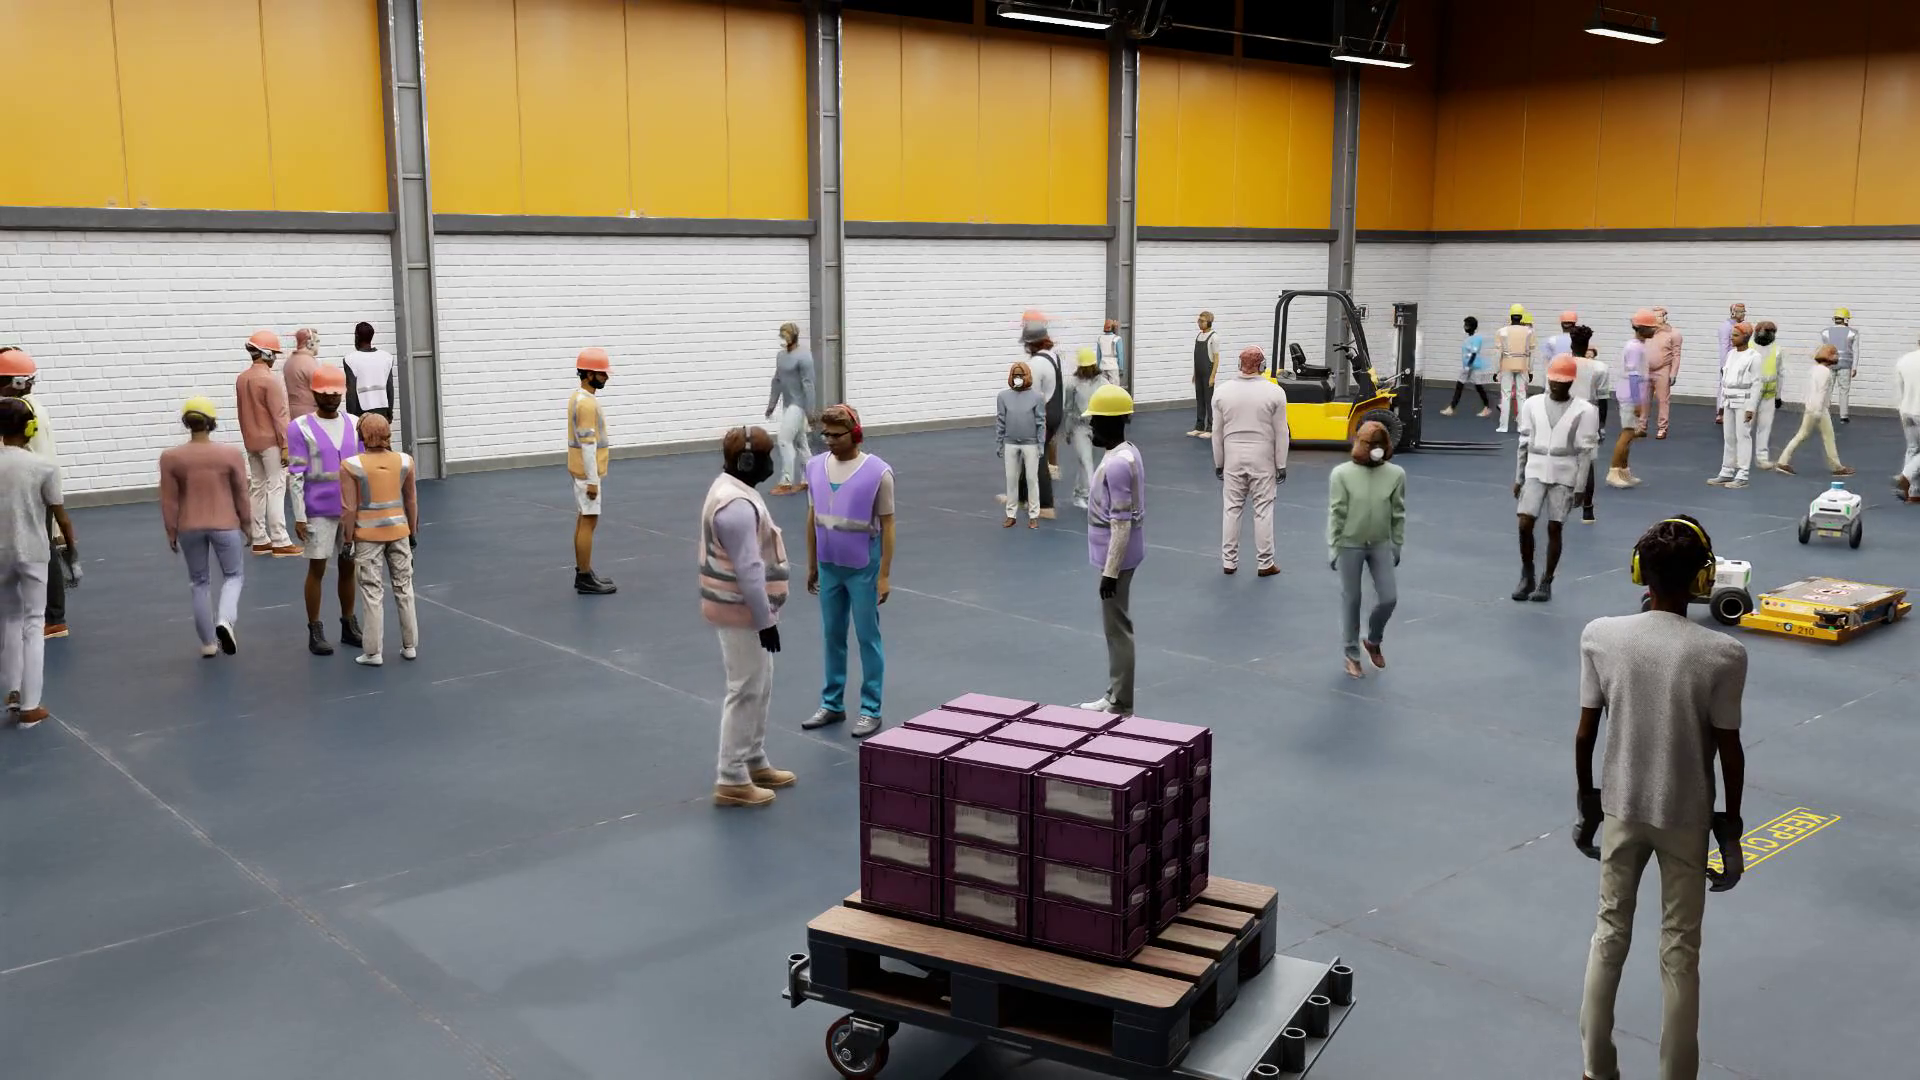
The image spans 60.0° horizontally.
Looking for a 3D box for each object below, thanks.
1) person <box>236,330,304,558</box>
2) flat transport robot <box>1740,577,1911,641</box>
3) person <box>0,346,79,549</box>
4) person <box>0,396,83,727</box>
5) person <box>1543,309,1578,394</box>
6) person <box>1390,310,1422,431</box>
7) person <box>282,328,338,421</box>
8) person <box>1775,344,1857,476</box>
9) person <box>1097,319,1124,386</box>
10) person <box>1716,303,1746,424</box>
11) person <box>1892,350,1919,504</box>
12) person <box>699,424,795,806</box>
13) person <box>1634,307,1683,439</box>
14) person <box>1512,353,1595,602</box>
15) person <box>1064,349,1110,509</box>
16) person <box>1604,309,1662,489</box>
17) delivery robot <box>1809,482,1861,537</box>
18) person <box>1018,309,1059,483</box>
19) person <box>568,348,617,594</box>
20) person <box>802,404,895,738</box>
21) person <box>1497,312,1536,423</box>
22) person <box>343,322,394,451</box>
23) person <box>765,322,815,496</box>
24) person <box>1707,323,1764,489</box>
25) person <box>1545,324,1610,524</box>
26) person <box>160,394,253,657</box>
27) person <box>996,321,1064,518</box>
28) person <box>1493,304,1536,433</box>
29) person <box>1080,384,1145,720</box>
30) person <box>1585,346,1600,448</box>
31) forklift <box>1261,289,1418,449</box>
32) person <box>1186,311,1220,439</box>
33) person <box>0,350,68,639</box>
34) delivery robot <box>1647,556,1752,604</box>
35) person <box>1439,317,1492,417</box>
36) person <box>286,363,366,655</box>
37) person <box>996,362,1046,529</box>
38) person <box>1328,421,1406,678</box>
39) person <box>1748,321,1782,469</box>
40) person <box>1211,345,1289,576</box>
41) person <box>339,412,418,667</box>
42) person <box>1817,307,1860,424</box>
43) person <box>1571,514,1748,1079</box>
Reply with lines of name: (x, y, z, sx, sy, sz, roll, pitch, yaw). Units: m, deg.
person: (-6.072, -0.838, 14.601, 0.608, 1.988, 0.387, 7, 12, 34)
flat transport robot: (6.228, 0.476, 11.927, 1.431, 0.197, 0.652, -9, 13, -42)
person: (-8.337, -0.799, 14.825, 0.515, 1.841, 0.828, 3, 10, 18)
person: (-5.288, 0.120, 9.396, 0.565, 1.844, 0.534, -1, 10, -8)
person: (8.129, -2.133, 22.341, 0.552, 1.938, 0.379, 5, 11, 25)
person: (6.617, -2.526, 24.854, 0.743, 1.863, 0.577, -6, 11, -31)
person: (-6.720, -1.256, 17.312, 0.466, 1.898, 0.663, -8, 13, -40)
person: (10.296, -1.556, 19.978, 0.880, 1.587, 0.512, 2, 10, 11)
person: (2.399, -2.709, 26.577, 0.514, 1.639, 0.311, 9, 13, 43)
person: (12.145, -2.760, 26.091, 0.652, 1.906, 0.409, -8, 12, -39)
person: (10.096, -1.301, 17.542, 0.626, 1.918, 0.632, -4, 10, -22)
person: (-1.030, 0.361, 8.019, 0.432, 1.834, 0.646, -1, 10, -6)
person: (10.055, -2.412, 24.058, 0.409, 1.907, 0.649, -9, 13, -42)
person: (4.469, -0.456, 12.574, 0.562, 1.914, 0.551, 6, 11, 31)
person: (1.329, -1.116, 17.098, 0.484, 1.678, 0.915, -3, 10, -16)
person: (7.697, -1.616, 19.012, 0.497, 2.043, 0.790, 4, 10, 21)
delivery robot: (8.054, -0.289, 15.299, 0.477, 0.478, 0.707, 7, 12, 34)
person: (0.868, -1.659, 19.294, 0.656, 2.017, 0.628, 2, 10, 9)
person: (-2.868, -0.537, 13.016, 0.382, 1.929, 0.538, -3, 10, -18)
person: (-0.605, 0.162, 9.186, 0.565, 1.836, 0.395, 6, 12, 33)
person: (8.847, -2.722, 26.287, 0.492, 1.752, 0.546, 2, 10, 12)
person: (-6.459, -1.423, 18.219, 0.389, 1.921, 0.592, 7, 12, 36)
person: (-1.918, -1.440, 18.366, 0.795, 1.912, 0.636, -5, 11, -27)
person: (8.855, -1.527, 18.943, 0.353, 1.883, 0.572, -2, 10, -11)
person: (6.074, -1.138, 16.420, 0.608, 1.966, 0.374, 3, 10, 19)
person: (-4.903, -0.073, 10.823, 0.535, 1.742, 0.504, -3, 10, -17)
person: (0.654, -1.260, 16.914, 0.810, 2.000, 0.713, 4, 11, 23)
person: (8.254, -2.551, 24.806, 0.595, 1.925, 0.375, 1, 10, 3)
person: (0.848, 0.093, 9.329, 0.366, 1.926, 0.593, 1, 10, 6)
person: (7.183, -1.448, 19.286, 0.525, 1.608, 0.433, -2, 10, -14)
forklift: (5.034, -2.339, 22.783, 2.313, 2.155, 1.214, 3, 10, 16)
person: (3.548, -2.395, 24.136, 0.345, 1.847, 0.508, -5, 11, -29)
person: (-6.421, -0.307, 11.472, 0.377, 1.995, 0.608, -7, 12, -35)
delivery robot: (5.366, 0.254, 12.124, 0.707, 0.478, 0.477, 4, 10, 21)
person: (8.343, -2.822, 27.203, 0.856, 1.649, 0.535, -2, 10, -11)
person: (-4.164, -0.209, 11.073, 0.373, 1.933, 0.550, 8, 13, 41)
person: (0.590, -0.915, 16.119, 0.501, 1.626, 0.282, 3, 10, 17)
person: (2.539, 0.065, 10.388, 0.510, 1.623, 0.336, -1, 10, -4)
person: (9.897, -1.787, 20.655, 0.667, 1.832, 0.430, -1, 10, -8)
person: (2.402, -0.650, 13.740, 0.641, 1.909, 0.409, 4, 11, 23)
person: (-3.736, -0.003, 10.730, 0.523, 1.639, 0.306, -9, 13, -44)
person: (13.854, -2.748, 26.256, 0.591, 1.828, 0.404, 7, 12, 35)
person: (2.124, 0.850, 5.062, 0.513, 1.872, 0.328, 8, 12, 39)
